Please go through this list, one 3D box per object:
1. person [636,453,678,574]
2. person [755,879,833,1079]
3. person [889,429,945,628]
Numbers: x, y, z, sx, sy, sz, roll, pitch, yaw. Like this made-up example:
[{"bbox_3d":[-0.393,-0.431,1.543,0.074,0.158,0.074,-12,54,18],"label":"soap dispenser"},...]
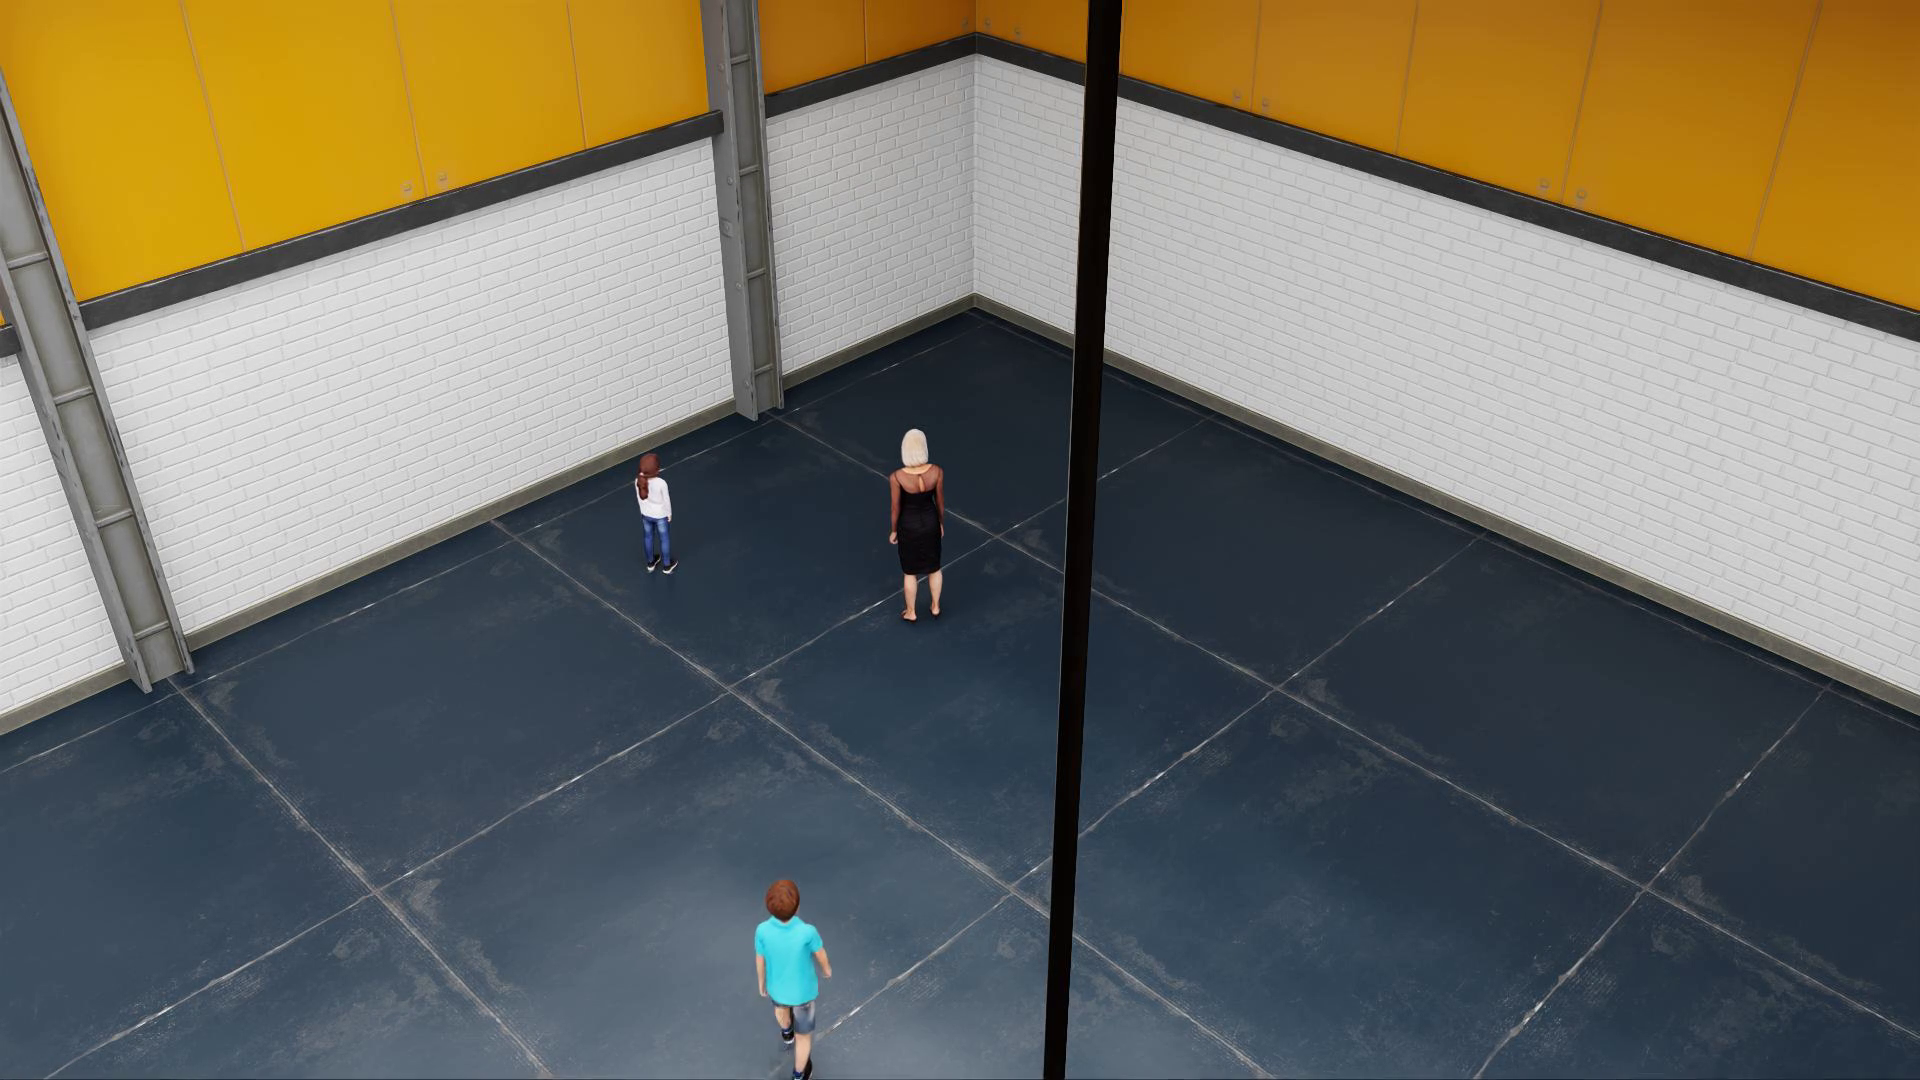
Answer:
[{"bbox_3d":[-2.562,-0.241,13.916,0.518,1.112,0.567,8,34,11],"label":"person"},{"bbox_3d":[-0.965,2.563,9.413,0.788,1.426,0.897,7,34,10],"label":"person"},{"bbox_3d":[-0.326,-0.081,13.105,0.623,1.743,0.734,-8,34,-11],"label":"person"}]
